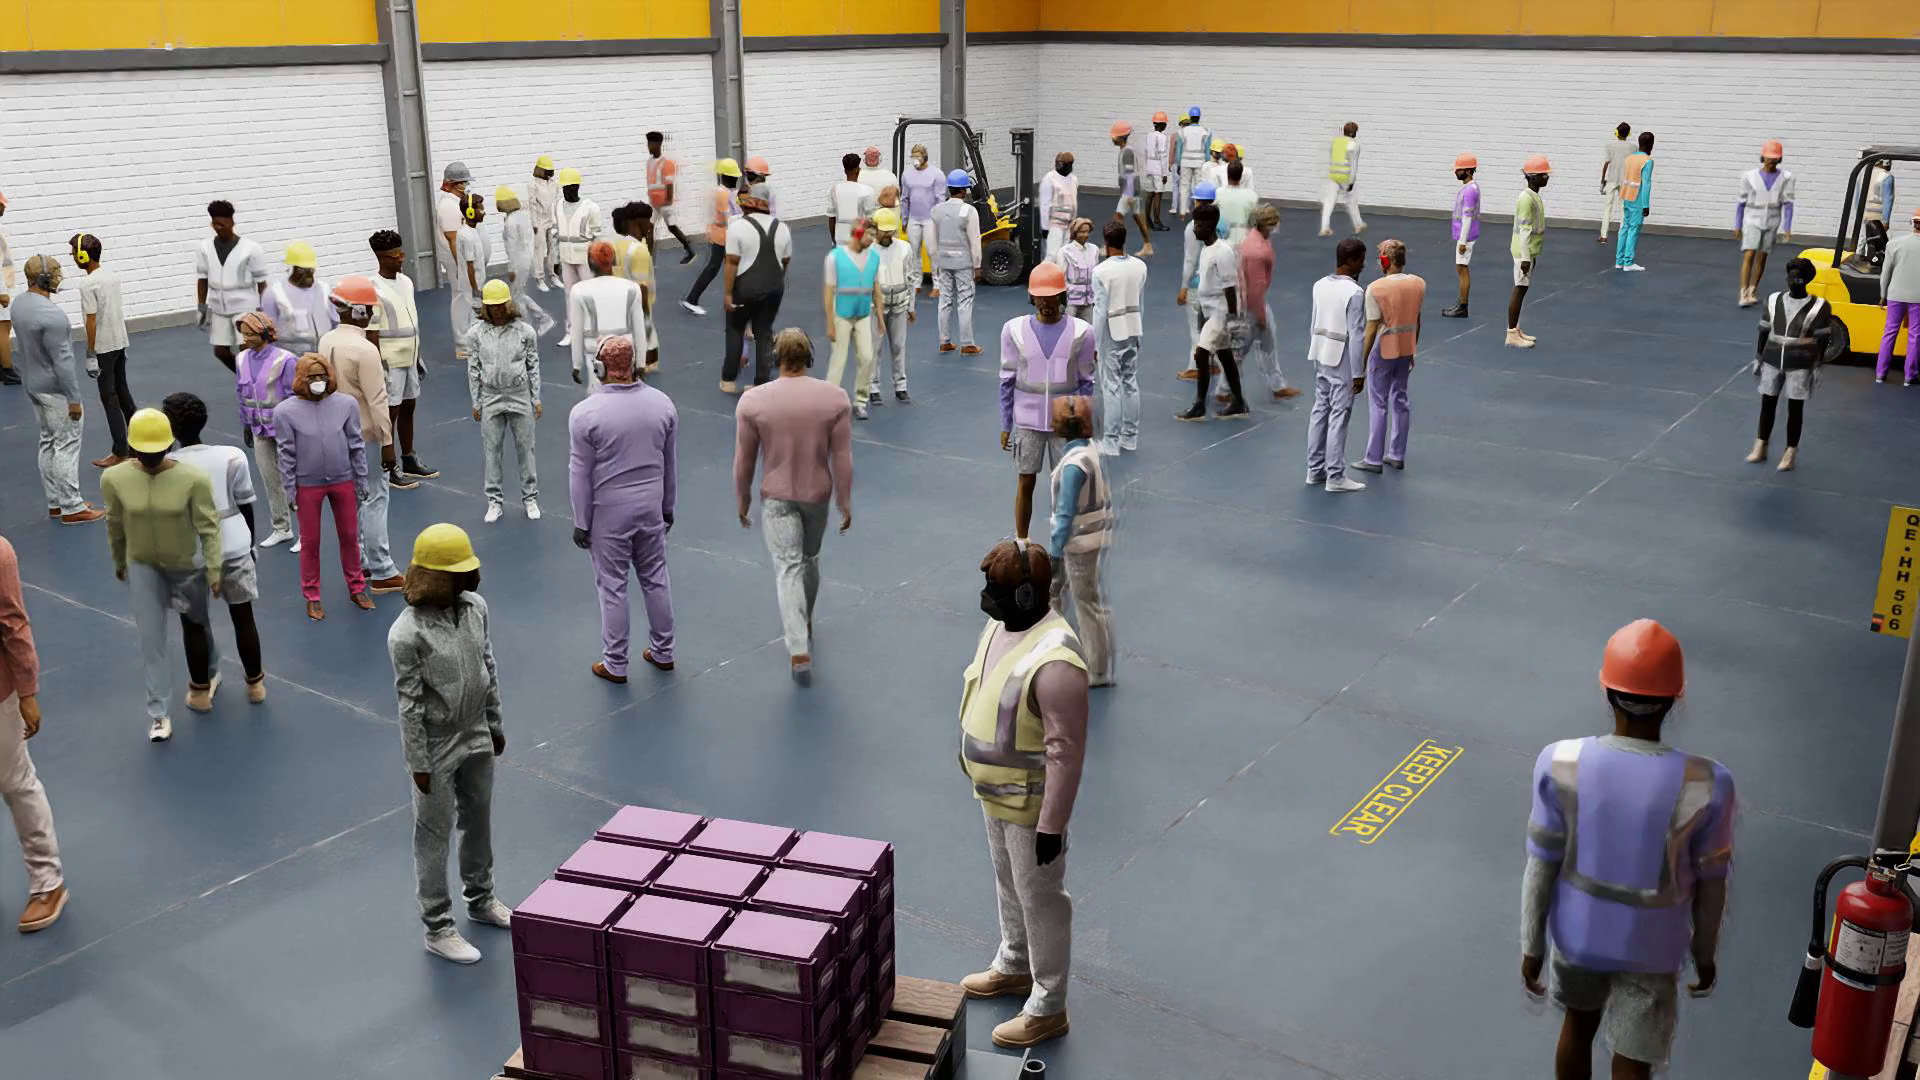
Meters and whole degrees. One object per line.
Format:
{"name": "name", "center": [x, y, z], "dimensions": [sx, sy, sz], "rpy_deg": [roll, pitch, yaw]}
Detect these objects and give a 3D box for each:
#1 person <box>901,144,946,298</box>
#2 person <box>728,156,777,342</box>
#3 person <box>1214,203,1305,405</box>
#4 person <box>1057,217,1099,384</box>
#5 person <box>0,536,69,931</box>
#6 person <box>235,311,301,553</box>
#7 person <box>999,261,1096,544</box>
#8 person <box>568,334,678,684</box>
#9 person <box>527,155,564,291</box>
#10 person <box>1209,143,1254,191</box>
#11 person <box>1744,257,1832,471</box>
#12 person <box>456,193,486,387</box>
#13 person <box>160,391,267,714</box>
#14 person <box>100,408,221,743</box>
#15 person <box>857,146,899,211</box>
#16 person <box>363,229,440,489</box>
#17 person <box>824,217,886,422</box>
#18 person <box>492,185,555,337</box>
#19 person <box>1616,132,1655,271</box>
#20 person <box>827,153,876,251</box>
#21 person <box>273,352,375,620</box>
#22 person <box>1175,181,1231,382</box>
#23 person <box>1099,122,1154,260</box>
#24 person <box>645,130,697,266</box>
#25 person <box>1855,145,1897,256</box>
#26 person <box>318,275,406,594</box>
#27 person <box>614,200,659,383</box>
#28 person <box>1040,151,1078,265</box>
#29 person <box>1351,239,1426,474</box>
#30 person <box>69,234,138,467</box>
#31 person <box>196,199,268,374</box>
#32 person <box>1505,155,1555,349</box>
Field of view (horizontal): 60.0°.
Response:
{"name": "person", "center": [-0.469, -4.042, 21.092], "dimensions": [0.638, 1.926, 0.373], "rpy_deg": [9, 20, 27]}
{"name": "person", "center": [-2.209, -3.141, 18.110], "dimensions": [0.612, 2.029, 0.407], "rpy_deg": [10, 20, 29]}
{"name": "person", "center": [2.774, -2.124, 15.158], "dimensions": [0.883, 1.890, 0.672], "rpy_deg": [4, 18, 11]}
{"name": "person", "center": [1.138, -2.294, 16.086], "dimensions": [0.523, 1.636, 0.311], "rpy_deg": [-14, 22, -36]}
{"name": "person", "center": [-3.915, 0.601, 6.480], "dimensions": [0.626, 1.982, 0.410], "rpy_deg": [-2, 18, -6]}
{"name": "person", "center": [-4.623, -0.732, 11.211], "dimensions": [0.524, 1.631, 0.319], "rpy_deg": [7, 19, 20]}
{"name": "person", "center": [0.551, -0.755, 10.615], "dimensions": [0.611, 2.043, 0.378], "rpy_deg": [1, 18, 2]}
{"name": "person", "center": [-1.825, -0.167, 9.022], "dimensions": [0.636, 1.900, 0.399], "rpy_deg": [-16, 24, -42]}
{"name": "person", "center": [-5.370, -4.126, 21.657], "dimensions": [0.307, 1.736, 0.484], "rpy_deg": [13, 22, 34]}
{"name": "person", "center": [3.579, -4.309, 22.035], "dimensions": [0.676, 1.847, 0.707], "rpy_deg": [1, 18, 3]}
{"name": "person", "center": [6.573, -1.402, 13.204], "dimensions": [0.317, 1.695, 0.540], "rpy_deg": [-16, 24, -41]}
{"name": "person", "center": [-4.675, -2.405, 16.075], "dimensions": [0.331, 1.864, 0.505], "rpy_deg": [-5, 18, -16]}
{"name": "person", "center": [-3.889, 0.072, 8.604], "dimensions": [0.539, 1.693, 0.328], "rpy_deg": [-14, 22, -37]}
{"name": "person", "center": [-3.997, 0.138, 8.379], "dimensions": [0.553, 1.687, 0.941], "rpy_deg": [-5, 18, -15]}
{"name": "person", "center": [-1.092, -3.973, 20.899], "dimensions": [0.654, 1.906, 0.408], "rpy_deg": [-3, 18, -9]}
{"name": "person", "center": [-4.303, -1.385, 12.708], "dimensions": [0.367, 1.966, 0.605], "rpy_deg": [4, 18, 13]}
{"name": "person", "center": [-0.967, -1.959, 14.783], "dimensions": [0.579, 1.808, 0.447], "rpy_deg": [-15, 23, -38]}
{"name": "person", "center": [-4.800, -2.998, 18.145], "dimensions": [0.491, 1.720, 0.513], "rpy_deg": [-2, 18, -7]}
{"name": "person", "center": [9.459, -4.740, 23.299], "dimensions": [0.397, 1.911, 0.587], "rpy_deg": [-2, 18, -7]}
{"name": "person", "center": [-1.231, -3.486, 19.281], "dimensions": [0.607, 1.966, 0.367], "rpy_deg": [6, 19, 17]}
{"name": "person", "center": [-3.798, -0.327, 9.958], "dimensions": [0.498, 1.626, 0.289], "rpy_deg": [-12, 21, -32]}
{"name": "person", "center": [2.374, -2.524, 16.331], "dimensions": [0.654, 1.938, 0.440], "rpy_deg": [-17, 24, -42]}
{"name": "person", "center": [2.383, -5.087, 24.270], "dimensions": [1.060, 1.970, 0.712], "rpy_deg": [0, 18, 1]}
{"name": "person", "center": [-4.167, -4.801, 23.462], "dimensions": [0.974, 1.930, 0.612], "rpy_deg": [-16, 24, -41]}
{"name": "person", "center": [12.069, -4.271, 21.951], "dimensions": [0.403, 1.834, 0.590], "rpy_deg": [-4, 18, -12]}
{"name": "person", "center": [-3.714, -0.656, 10.390], "dimensions": [0.622, 1.988, 0.404], "rpy_deg": [15, 23, 38]}
{"name": "person", "center": [-2.942, -2.039, 14.809], "dimensions": [0.579, 1.933, 0.662], "rpy_deg": [-11, 21, -30]}
{"name": "person", "center": [1.244, -4.011, 21.153], "dimensions": [0.477, 1.831, 0.654], "rpy_deg": [14, 23, 37]}
{"name": "person", "center": [3.371, -1.431, 13.059], "dimensions": [0.563, 1.839, 0.389], "rpy_deg": [-10, 20, -28]}
{"name": "person", "center": [-6.825, -1.506, 13.277], "dimensions": [0.343, 1.855, 0.521], "rpy_deg": [0, 18, 1]}
{"name": "person", "center": [-6.511, -2.095, 14.959], "dimensions": [0.635, 1.945, 0.663], "rpy_deg": [2, 18, 6]}
{"name": "person", "center": [6.147, -3.112, 17.981], "dimensions": [0.367, 2.048, 0.607], "rpy_deg": [7, 19, 21]}
